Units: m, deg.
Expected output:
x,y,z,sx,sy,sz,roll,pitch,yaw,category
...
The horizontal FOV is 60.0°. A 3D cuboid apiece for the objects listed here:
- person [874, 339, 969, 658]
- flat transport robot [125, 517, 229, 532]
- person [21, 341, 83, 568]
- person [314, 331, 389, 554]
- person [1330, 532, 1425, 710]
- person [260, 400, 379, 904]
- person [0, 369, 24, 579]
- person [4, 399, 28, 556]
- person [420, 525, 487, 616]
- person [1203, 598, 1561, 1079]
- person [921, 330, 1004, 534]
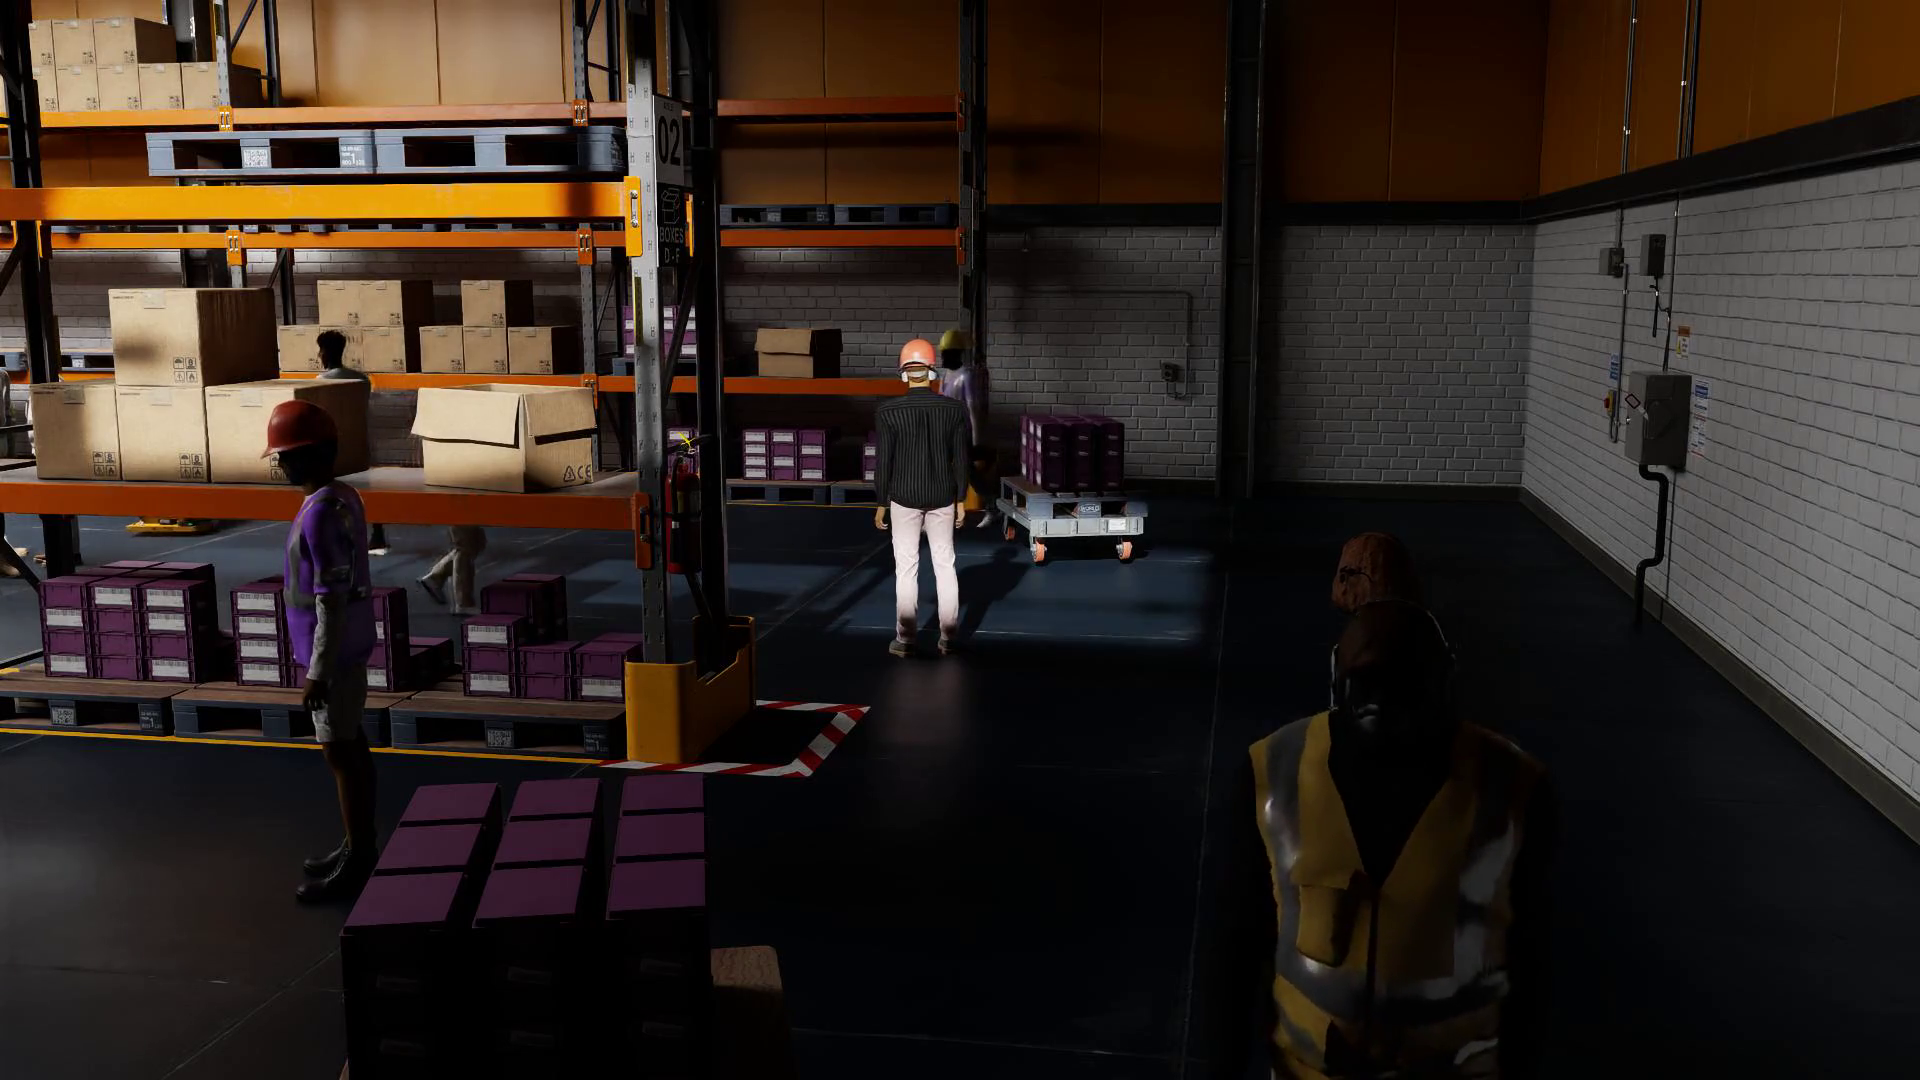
x,y,z,sx,sy,sz,roll,pitch,yaw,category
-0.248,-0.254,10.413,0.612,1.991,0.392,-3,10,-16,person
-7.261,-0.271,15.839,0.652,0.197,1.431,0,9,2,flat transport robot
-7.434,-0.715,13.604,0.340,1.882,0.585,-7,12,-38,person
-5.317,-0.831,14.254,1.019,1.913,0.610,6,11,34,person
1.250,0.787,5.062,0.273,1.632,0.507,8,12,42,person
-2.440,0.427,6.385,0.374,1.928,0.543,-2,9,-13,person
-7.562,-0.679,12.874,0.361,2.048,0.611,3,10,19,person
-8.210,-0.767,14.061,0.621,1.845,0.429,8,12,42,person
-3.521,-0.266,11.589,0.429,1.624,0.540,-1,9,-7,person
0.754,1.014,3.117,0.644,1.804,0.867,4,10,23,person
0.023,-1.012,15.449,0.977,1.887,0.583,-4,10,-22,person
